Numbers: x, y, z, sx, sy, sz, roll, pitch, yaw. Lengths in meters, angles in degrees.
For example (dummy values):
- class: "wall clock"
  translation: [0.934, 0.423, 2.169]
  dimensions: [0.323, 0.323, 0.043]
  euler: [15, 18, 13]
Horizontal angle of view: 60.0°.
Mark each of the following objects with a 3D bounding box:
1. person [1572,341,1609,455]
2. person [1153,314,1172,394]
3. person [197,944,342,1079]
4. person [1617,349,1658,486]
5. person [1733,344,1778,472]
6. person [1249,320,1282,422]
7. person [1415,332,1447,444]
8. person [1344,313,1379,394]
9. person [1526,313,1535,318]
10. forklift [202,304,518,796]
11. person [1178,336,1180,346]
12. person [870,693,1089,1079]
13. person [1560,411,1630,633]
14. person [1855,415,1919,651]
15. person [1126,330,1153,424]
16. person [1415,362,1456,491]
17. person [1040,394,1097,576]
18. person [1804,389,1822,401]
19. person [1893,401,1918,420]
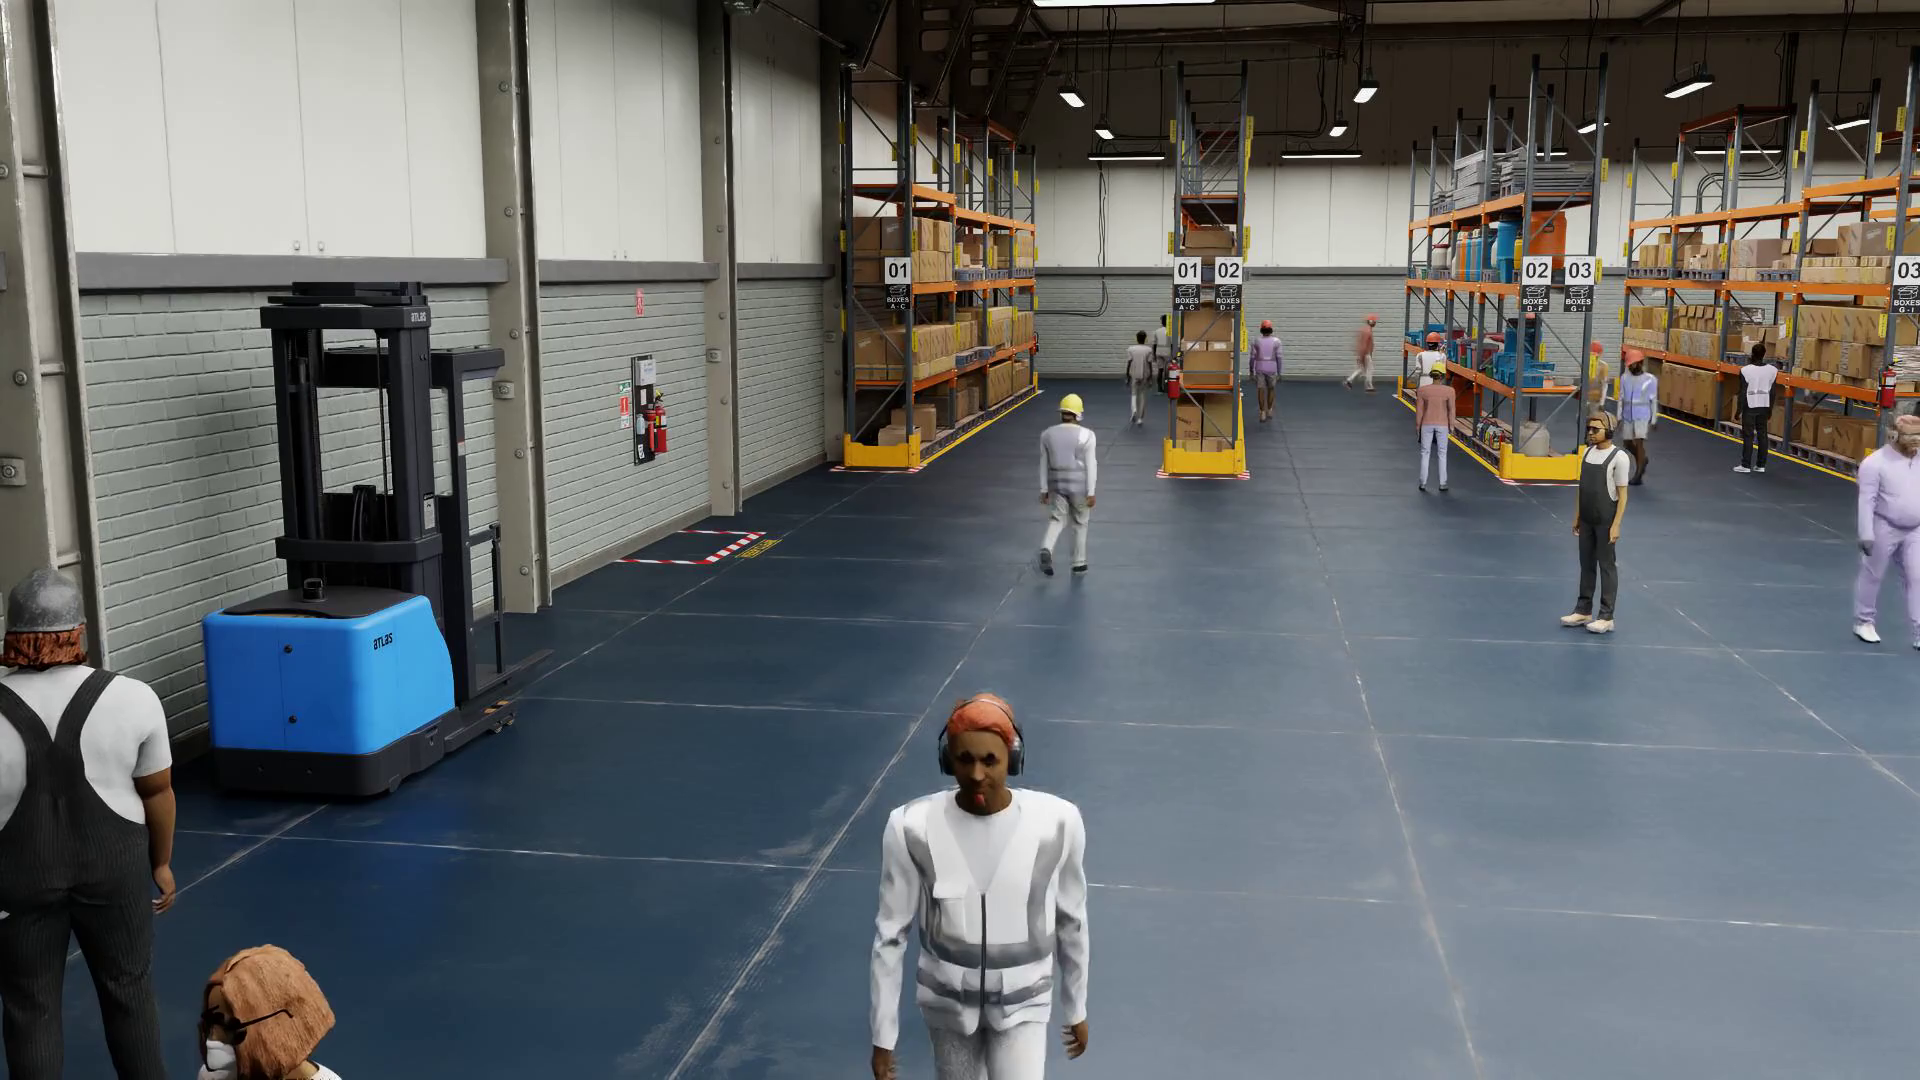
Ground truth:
- class: "person"
  translation: [10.184, -2.270, 26.816]
  dimensions: [0.519, 1.890, 0.573]
  euler: [-6, 11, -34]
- class: "person"
  translation: [5.019, -4.537, 40.622]
  dimensions: [0.642, 1.945, 0.523]
  euler: [7, 11, 36]
- class: "person"
  translation: [-1.421, 1.637, 3.523]
  dimensions: [0.501, 1.632, 0.280]
  euler: [5, 11, 29]
- class: "person"
  translation: [9.665, -1.759, 23.628]
  dimensions: [0.676, 1.908, 0.573]
  euler: [-7, 12, -38]
- class: "person"
  translation: [11.905, -1.970, 24.895]
  dimensions: [0.590, 1.919, 0.392]
  euler: [-1, 9, -8]
- class: "person"
  translation: [6.154, -3.414, 33.504]
  dimensions: [0.636, 2.009, 0.924]
  euler: [2, 9, 10]
- class: "person"
  translation: [8.258, -2.672, 29.155]
  dimensions: [0.542, 1.939, 0.363]
  euler: [6, 11, 32]
- class: "person"
  translation: [9.933, -4.604, 41.005]
  dimensions: [0.773, 1.964, 0.632]
  euler: [2, 9, 12]
- class: "person"
  translation: [13.753, -4.471, 40.115]
  dimensions: [0.619, 1.987, 0.406]
  euler: [-6, 11, -34]
- class: "forklift"
  translation: [-3.673, -0.038, 10.147]
  dimensions: [1.129, 2.768, 1.873]
  euler: [1, 9, 9]
- class: "person"
  translation: [5.972, -5.039, 44.269]
  dimensions: [0.406, 1.784, 0.700]
  euler: [-1, 9, -4]
- class: "person"
  translation: [0.048, 1.353, 4.623]
  dimensions: [0.608, 1.835, 0.962]
  euler: [1, 9, 5]
- class: "person"
  translation: [5.345, -0.158, 13.940]
  dimensions: [0.344, 1.847, 0.505]
  euler: [-4, 10, -22]
- class: "person"
  translation: [7.477, -0.048, 13.196]
  dimensions: [0.679, 1.857, 0.963]
  euler: [0, 9, -2]
- class: "person"
  translation: [3.518, -3.187, 32.602]
  dimensions: [0.540, 1.851, 0.533]
  euler: [2, 9, 10]
- class: "person"
  translation: [6.525, -1.561, 22.838]
  dimensions: [0.535, 1.767, 0.315]
  euler: [3, 10, 20]
- class: "person"
  translation: [1.047, -0.524, 16.306]
  dimensions: [0.599, 1.814, 0.700]
  euler: [5, 10, 27]
- class: "person"
  translation: [19.779, -4.148, 38.429]
  dimensions: [0.697, 1.880, 0.943]
  euler: [8, 12, 39]
- class: "person"
  translation: [16.341, -2.434, 28.656]
  dimensions: [0.534, 1.624, 0.608]
  euler: [-2, 9, -11]
